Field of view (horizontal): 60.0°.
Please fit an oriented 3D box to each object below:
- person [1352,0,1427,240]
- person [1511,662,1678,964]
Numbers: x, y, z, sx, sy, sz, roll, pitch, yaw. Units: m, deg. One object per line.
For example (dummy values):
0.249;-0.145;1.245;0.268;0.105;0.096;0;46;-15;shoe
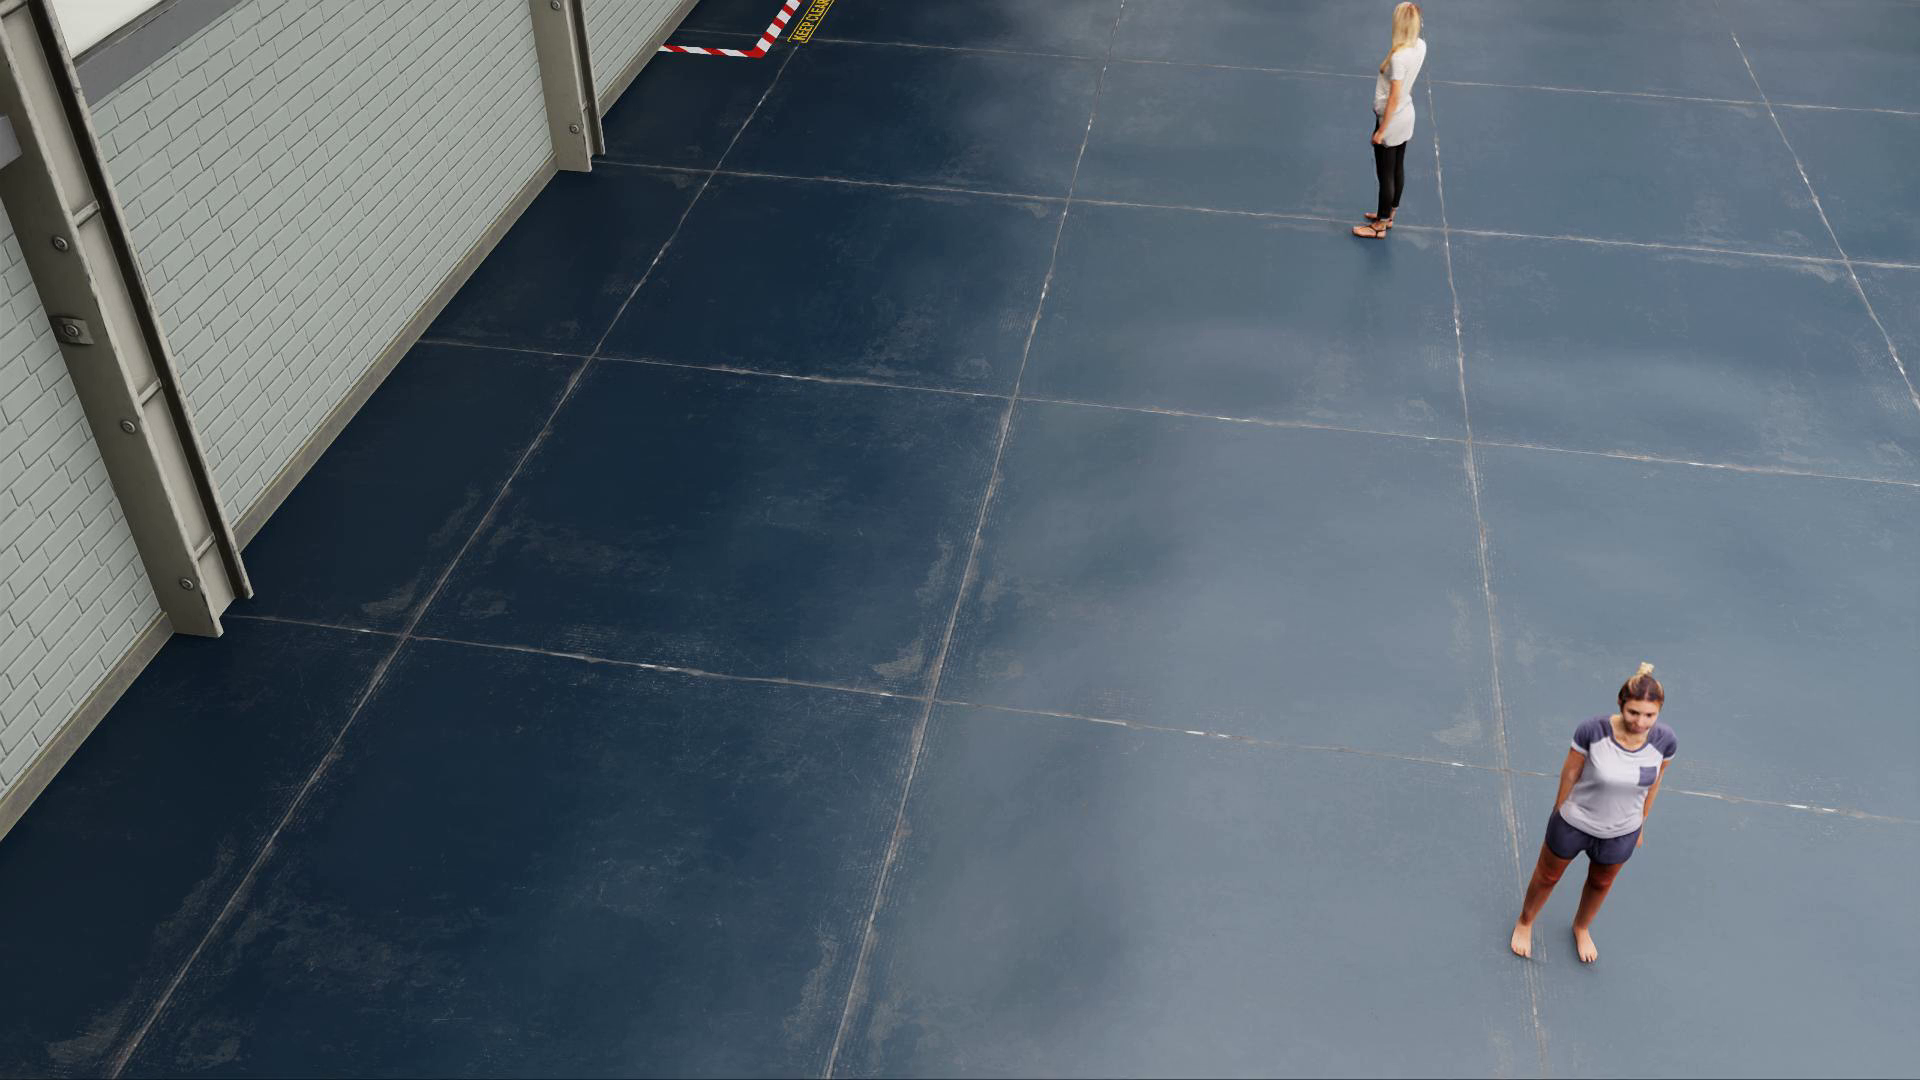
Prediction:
3.294;-3.157;12.567;0.739;1.823;0.606;23;43;26;person
2.745;1.195;7.165;0.582;1.624;0.524;6;38;7;person
